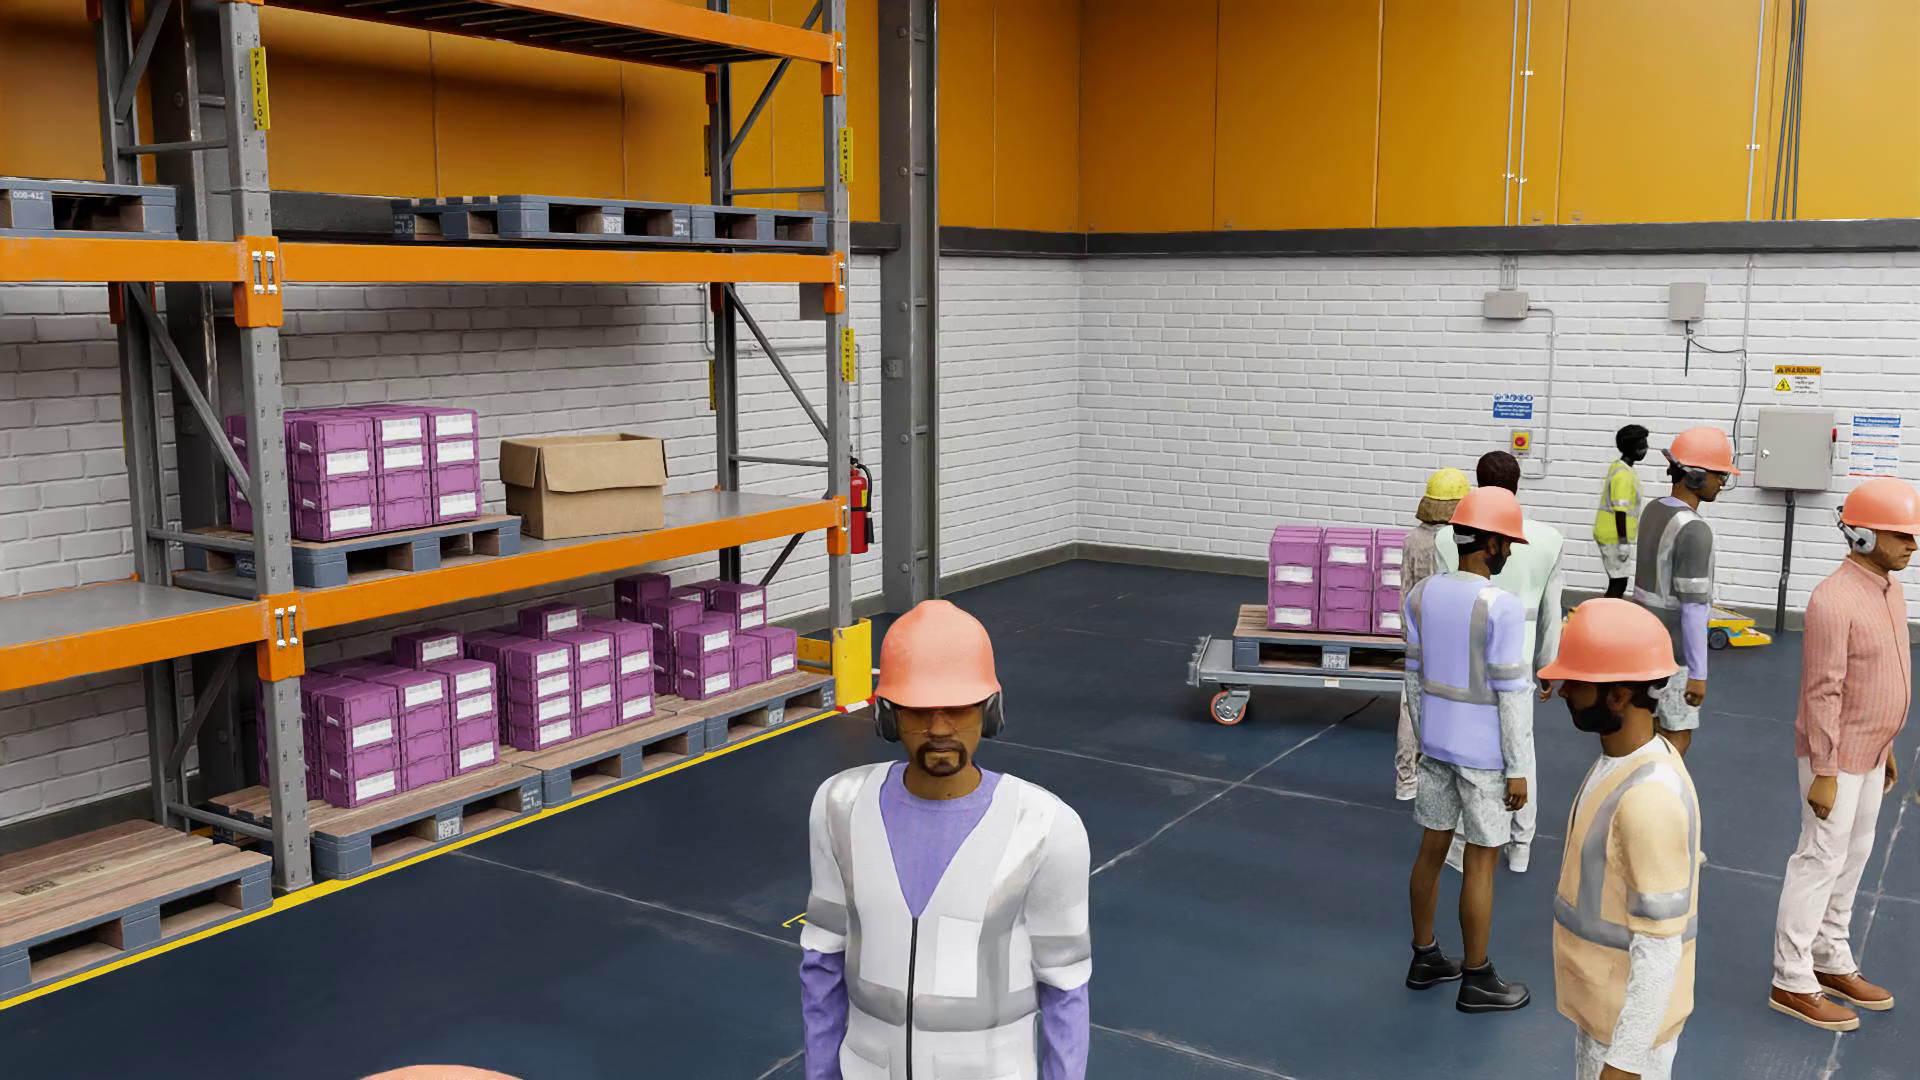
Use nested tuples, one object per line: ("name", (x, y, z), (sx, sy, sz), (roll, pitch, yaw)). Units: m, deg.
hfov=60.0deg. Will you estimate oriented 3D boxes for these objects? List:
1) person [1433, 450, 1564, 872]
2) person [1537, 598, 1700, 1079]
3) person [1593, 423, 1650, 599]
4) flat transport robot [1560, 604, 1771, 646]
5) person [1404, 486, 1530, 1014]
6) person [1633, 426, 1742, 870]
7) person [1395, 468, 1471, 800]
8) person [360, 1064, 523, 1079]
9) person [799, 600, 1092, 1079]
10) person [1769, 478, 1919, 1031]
("person", (2.405, 0.557, 7.500), (0.597, 1.915, 0.371), (0, 9, -1))
("person", (1.534, 1.092, 3.960), (0.376, 1.932, 0.551), (2, 9, 15))
("person", (4.773, -0.020, 12.045), (0.348, 1.673, 0.573), (3, 9, 19))
("flat transport robot", (5.166, 0.630, 12.352), (1.431, 0.197, 0.652), (-1, 9, -4))
("person", (1.886, 0.762, 6.130), (0.374, 1.928, 0.542), (-5, 10, -29))
("person", (3.269, 0.493, 7.565), (0.409, 2.029, 0.612), (0, 9, 2))
("person", (2.435, 0.501, 8.424), (0.295, 1.743, 0.493), (-4, 10, -26))
("person", (-0.377, 1.427, 1.499), (0.454, 2.020, 0.621), (-2, 9, -11))
("person", (-0.048, 1.127, 3.366), (0.615, 2.047, 0.356), (3, 9, 21))
("person", (3.212, 0.761, 5.972), (0.608, 1.987, 0.403), (-8, 12, -42))
